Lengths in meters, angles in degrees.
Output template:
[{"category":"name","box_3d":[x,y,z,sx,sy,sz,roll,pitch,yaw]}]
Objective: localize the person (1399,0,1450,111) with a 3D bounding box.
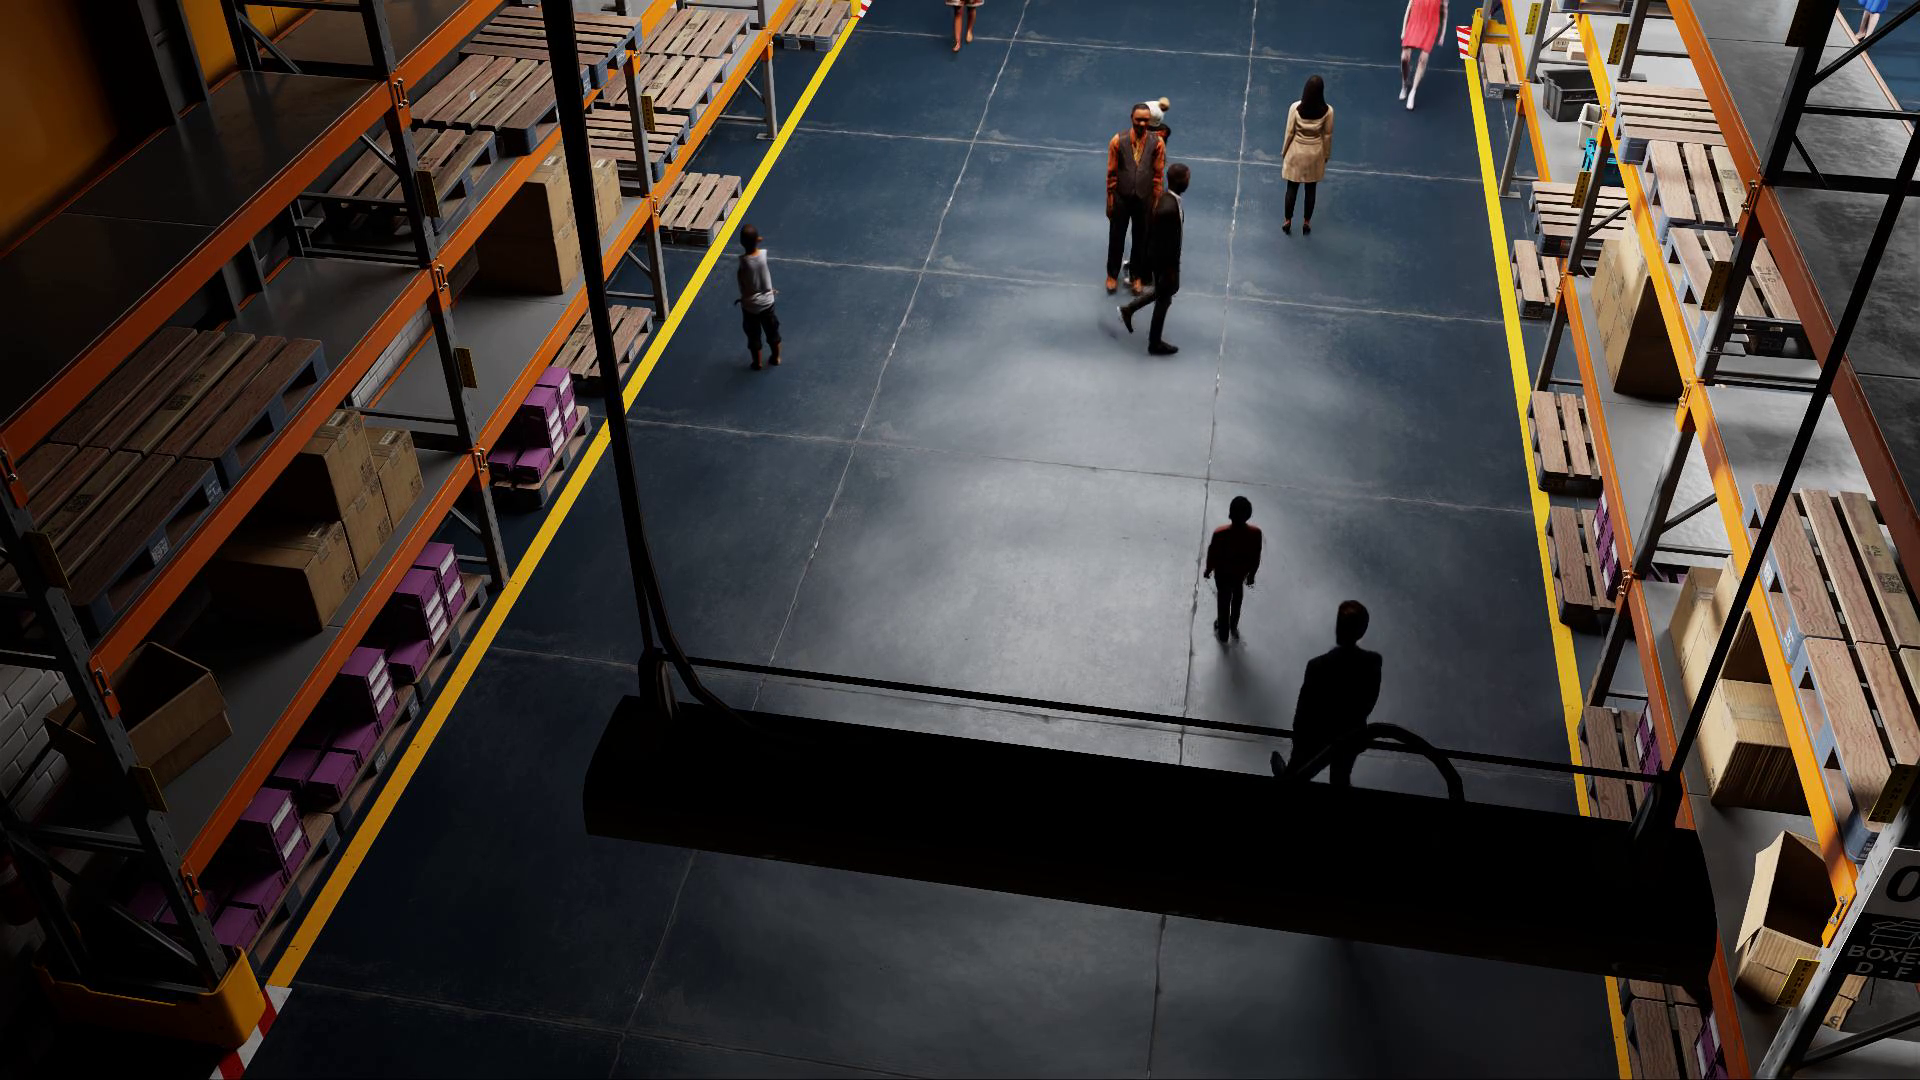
[{"category":"person","box_3d":[5.315,-5.873,19.100,0.652,1.817,0.633,10,40,12]}]

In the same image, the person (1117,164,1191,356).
[{"category":"person","box_3d":[1.765,-2.527,14.937,0.796,1.783,0.786,11,40,14]}]

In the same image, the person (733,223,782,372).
[{"category":"person","box_3d":[-1.802,-2.188,14.776,0.646,1.454,0.678,-18,42,-22]}]

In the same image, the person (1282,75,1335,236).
[{"category":"person","box_3d":[3.466,-3.851,16.676,0.627,1.682,0.502,6,39,8]}]

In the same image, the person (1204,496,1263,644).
[{"category":"person","box_3d":[1.962,0.243,11.899,0.589,1.247,0.599,-7,39,-9]}]

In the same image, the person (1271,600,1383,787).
[{"category":"person","box_3d":[2.310,1.234,10.175,0.964,1.850,1.211,-6,39,-8]}]

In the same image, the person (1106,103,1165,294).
[{"category":"person","box_3d":[1.630,-3.245,15.735,0.709,1.909,0.631,2,39,3]}]

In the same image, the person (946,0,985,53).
[{"category":"person","box_3d":[0.093,-6.919,20.577,0.689,1.608,1.062,2,39,3]}]

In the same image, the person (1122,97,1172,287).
[{"category":"person","box_3d":[1.797,-3.347,15.878,0.769,1.891,0.629,2,39,2]}]
